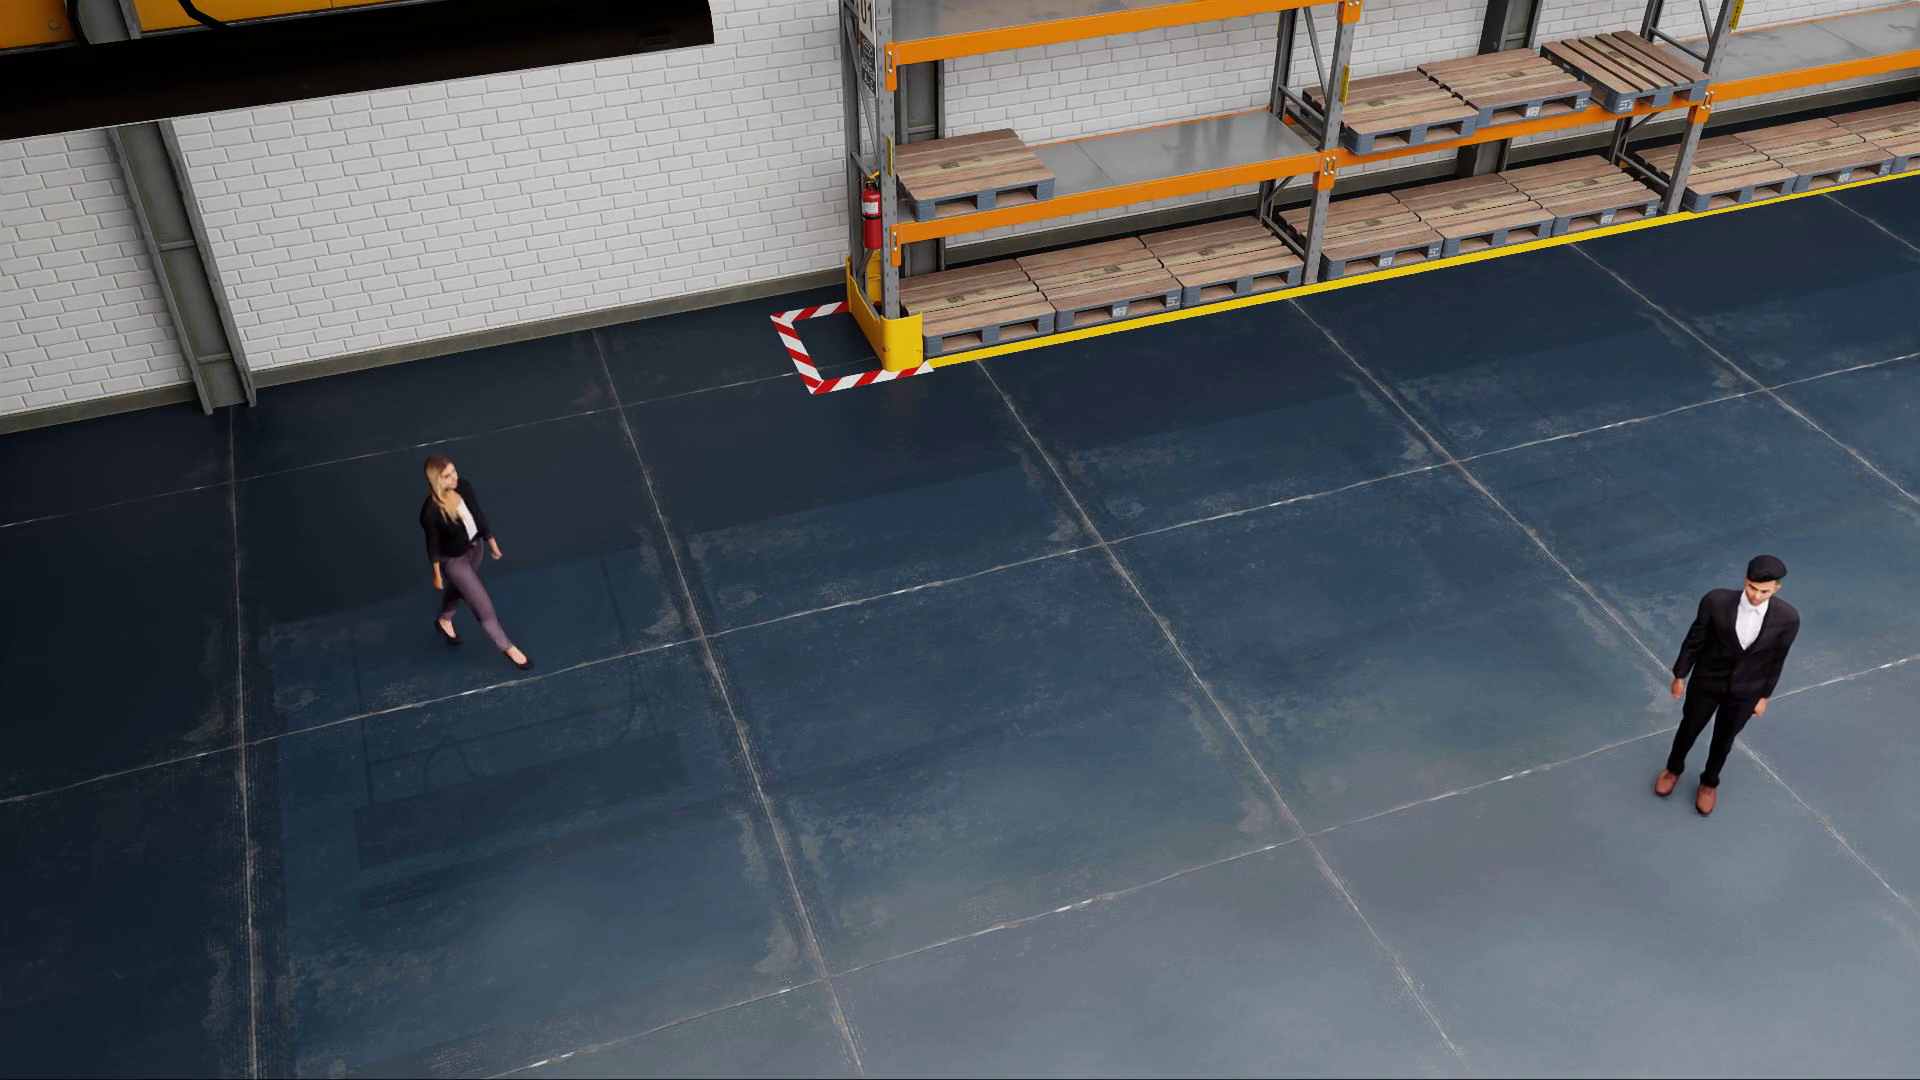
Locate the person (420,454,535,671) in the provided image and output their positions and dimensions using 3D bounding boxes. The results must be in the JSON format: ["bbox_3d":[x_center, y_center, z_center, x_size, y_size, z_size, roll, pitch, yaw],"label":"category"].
[{"bbox_3d":[-3.295,0.132,10.781,1.101,1.618,1.009,14,41,17],"label":"person"}]

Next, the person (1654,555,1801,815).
[{"bbox_3d":[4.491,0.809,9.726,0.758,1.877,0.816,16,41,19],"label":"person"}]
